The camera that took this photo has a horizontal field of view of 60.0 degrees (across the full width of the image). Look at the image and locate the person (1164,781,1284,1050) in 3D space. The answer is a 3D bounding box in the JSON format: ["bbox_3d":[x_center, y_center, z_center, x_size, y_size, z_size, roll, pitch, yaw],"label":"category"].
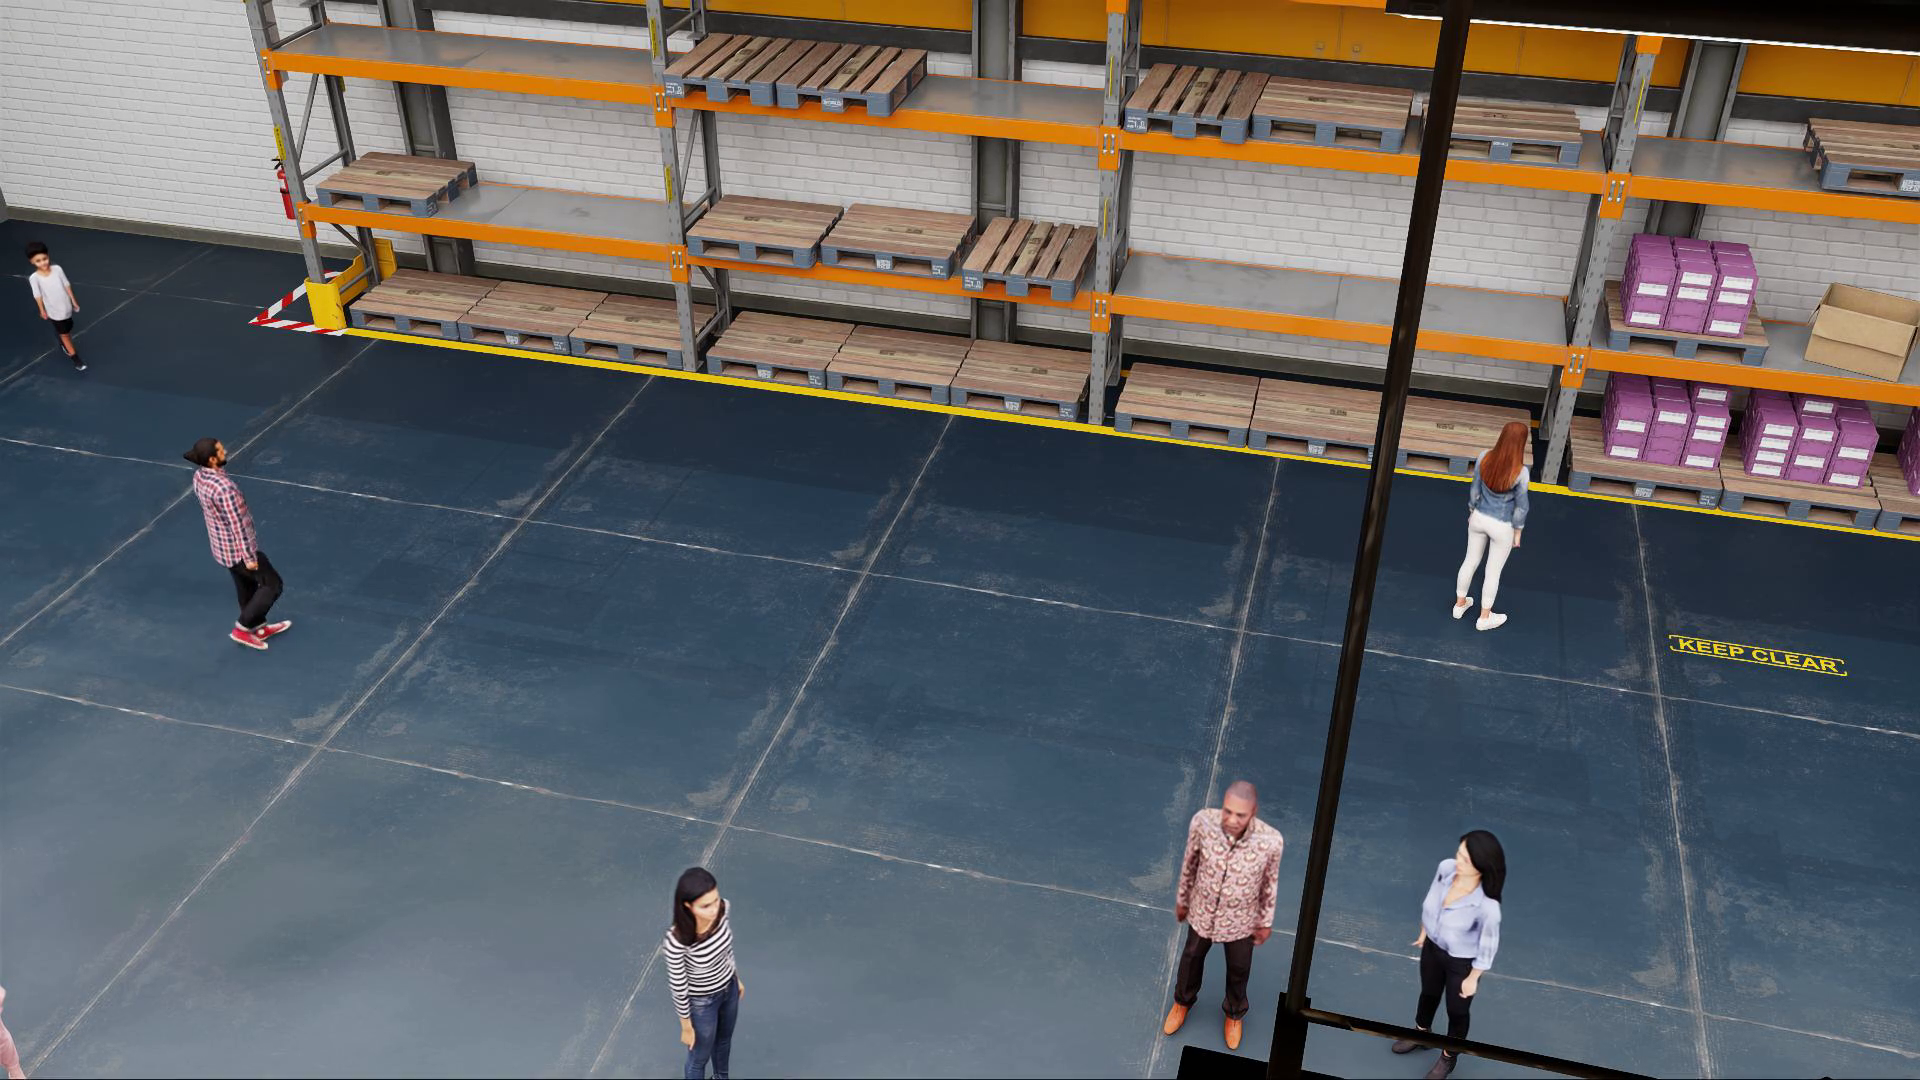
[{"bbox_3d":[1.441,1.994,9.039,0.547,1.808,0.757,12,35,17],"label":"person"}]

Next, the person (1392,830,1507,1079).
[{"bbox_3d":[2.612,2.200,8.788,0.758,1.743,0.721,-14,36,-20],"label":"person"}]

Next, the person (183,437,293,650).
[{"bbox_3d":[-5.277,0.062,11.996,0.832,1.754,0.914,28,43,35],"label":"person"}]

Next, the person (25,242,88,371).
[{"bbox_3d":[-8.703,-2.293,15.995,0.924,1.248,0.712,24,41,32],"label":"person"}]

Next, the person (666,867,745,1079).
[{"bbox_3d":[-1.285,2.352,8.514,0.611,1.795,0.654,20,38,27],"label":"person"}]

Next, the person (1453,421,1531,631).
[{"bbox_3d":[3.938,-0.115,12.311,0.750,1.700,0.641,-26,41,-33],"label":"person"}]
